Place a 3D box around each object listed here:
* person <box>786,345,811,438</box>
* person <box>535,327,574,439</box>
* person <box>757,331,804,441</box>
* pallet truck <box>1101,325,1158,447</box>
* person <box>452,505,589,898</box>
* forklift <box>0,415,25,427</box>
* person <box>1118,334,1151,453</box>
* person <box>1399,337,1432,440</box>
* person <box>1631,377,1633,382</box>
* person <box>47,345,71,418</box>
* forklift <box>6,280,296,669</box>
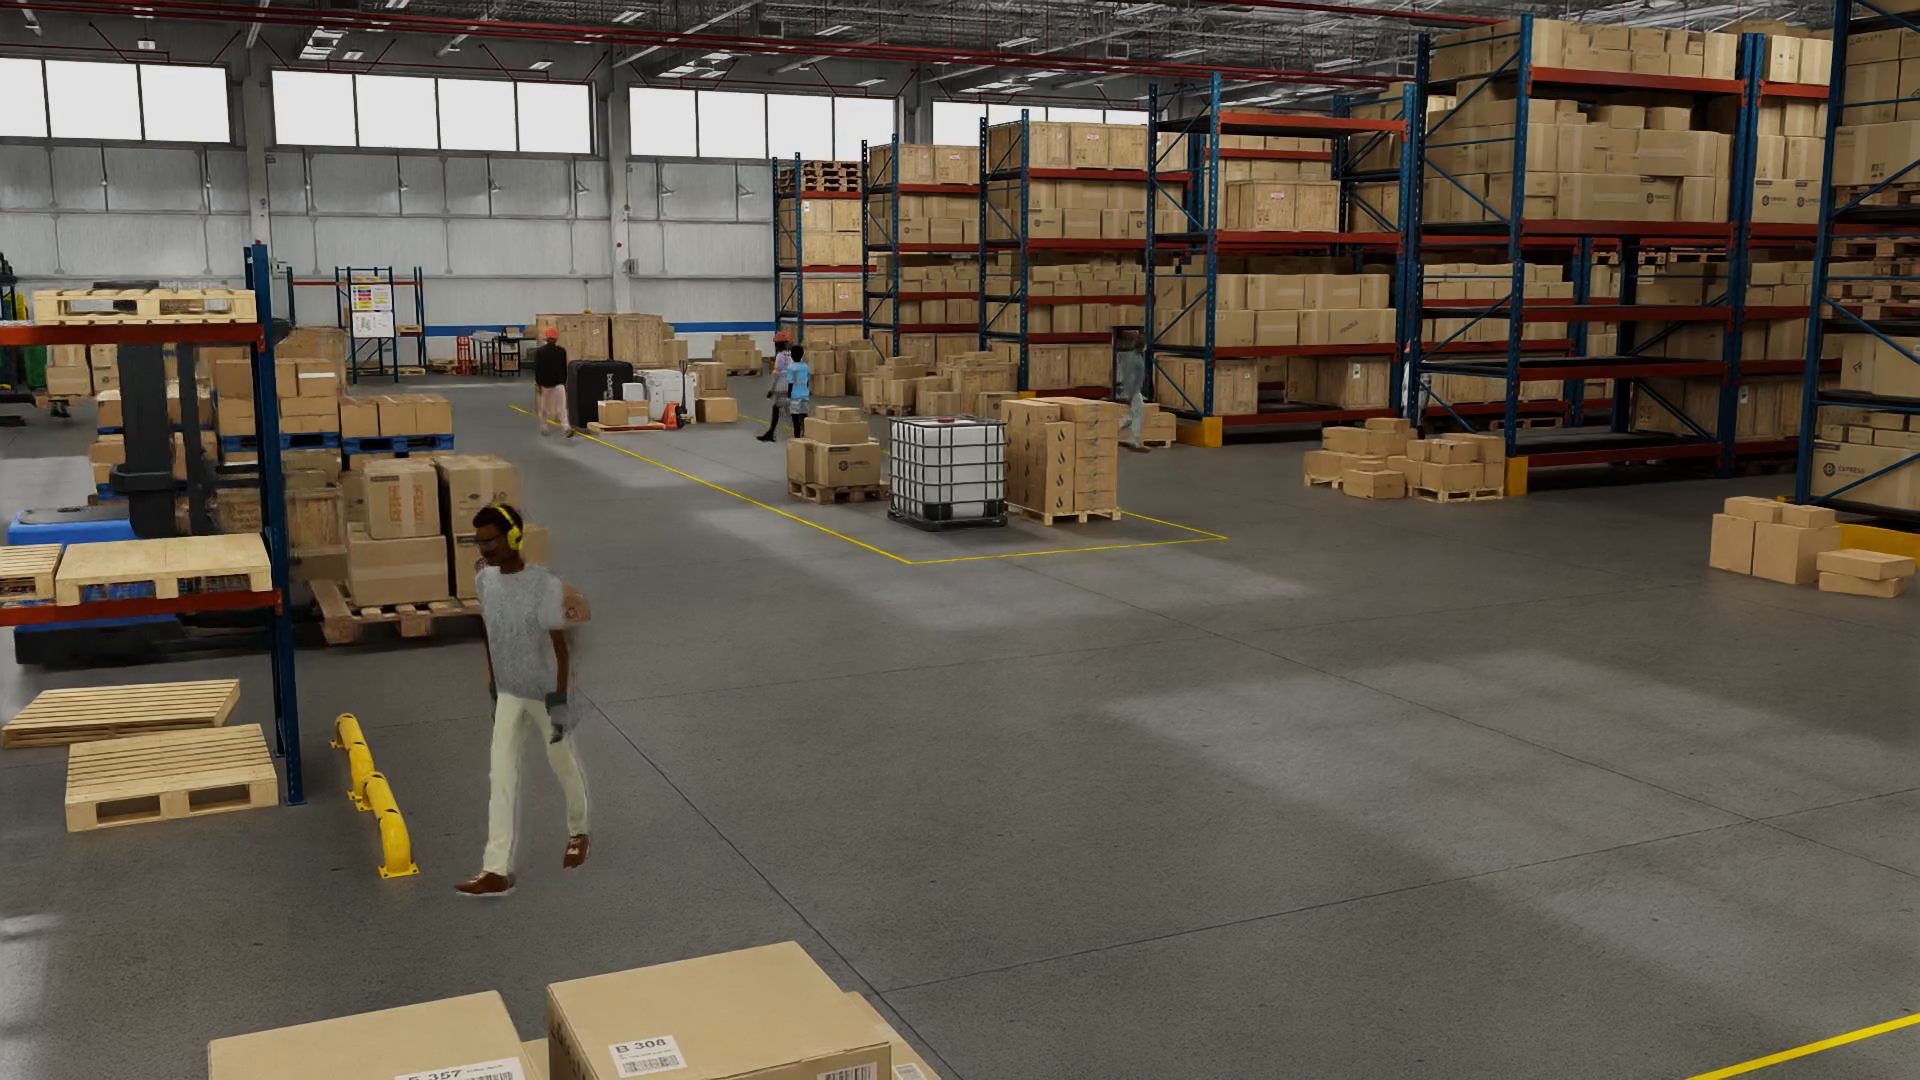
[{"bbox_3d":[-2.661,-2.344,27.292,0.318,1.697,0.534,6,11,33],"label":"person"},{"bbox_3d":[-7.087,-2.724,28.906,0.649,1.936,1.047,-7,11,-37],"label":"person"},{"bbox_3d":[-2.968,-2.590,28.208,0.976,1.899,0.544,1,9,9],"label":"person"},{"bbox_3d":[2.881,-2.596,27.923,0.823,1.965,1.885,-1,9,-7],"label":"pallet truck"},{"bbox_3d":[-2.027,0.738,7.818,0.587,1.811,0.955,3,10,16],"label":"person"},{"bbox_3d":[-18.410,-3.458,30.544,1.873,2.768,1.129,-6,11,-32],"label":"forklift"},{"bbox_3d":[2.718,-2.340,26.595,0.652,1.913,0.649,2,9,12],"label":"person"},{"bbox_3d":[6.680,-2.010,24.478,0.356,1.938,0.544,-5,10,-28],"label":"person"},{"bbox_3d":[12.140,-2.717,29.692,0.686,1.674,0.545,-4,10,-22],"label":"person"},{"bbox_3d":[-17.914,-3.367,33.046,0.655,1.900,0.404,8,12,40],"label":"person"},{"bbox_3d":[-6.142,-0.559,12.555,1.873,2.768,1.129,-4,10,-25],"label":"forklift"}]
